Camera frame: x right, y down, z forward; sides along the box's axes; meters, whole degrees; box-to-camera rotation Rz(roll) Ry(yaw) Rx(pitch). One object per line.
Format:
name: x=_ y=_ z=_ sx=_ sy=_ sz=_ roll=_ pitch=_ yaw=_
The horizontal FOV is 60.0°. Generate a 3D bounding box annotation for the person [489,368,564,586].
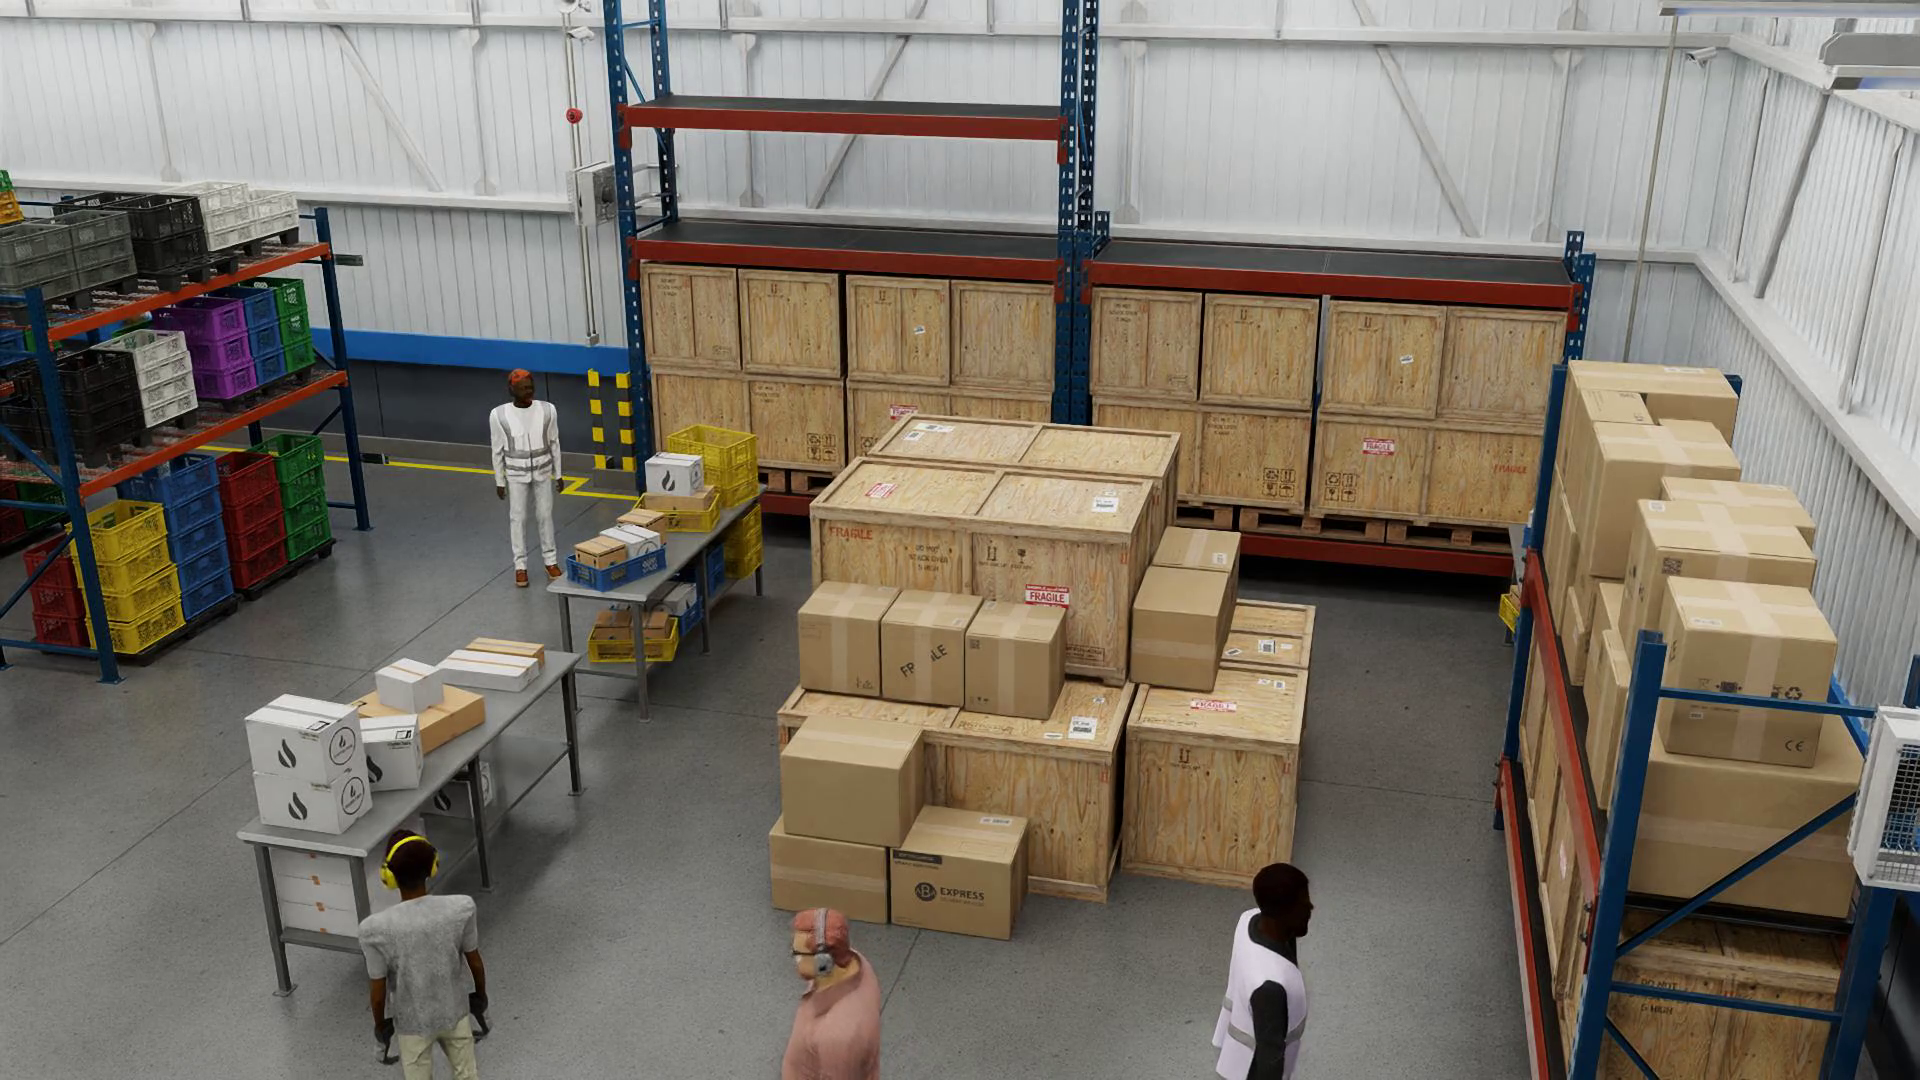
person: x=-3.673 y=-0.538 z=14.175 sx=0.584 sy=1.881 sz=0.349 roll=-10 pitch=23 yaw=-25

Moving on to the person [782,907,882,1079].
person: x=-0.506 y=2.316 z=6.694 sx=0.399 sy=1.899 sz=0.648 roll=0 pitch=21 yaw=-1

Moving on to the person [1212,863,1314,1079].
person: x=1.254 y=2.201 z=6.955 sx=0.391 sy=1.922 sz=0.588 roll=1 pitch=21 yaw=2

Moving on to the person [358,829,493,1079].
person: x=-2.318 y=2.098 z=7.289 sx=0.514 sy=1.876 sz=0.328 roll=-11 pitch=24 yaw=-27

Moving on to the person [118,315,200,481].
person: x=-7.799 y=-1.281 z=16.122 sx=0.739 sy=1.891 sz=0.817 roll=-7 pitch=22 yaw=-18
